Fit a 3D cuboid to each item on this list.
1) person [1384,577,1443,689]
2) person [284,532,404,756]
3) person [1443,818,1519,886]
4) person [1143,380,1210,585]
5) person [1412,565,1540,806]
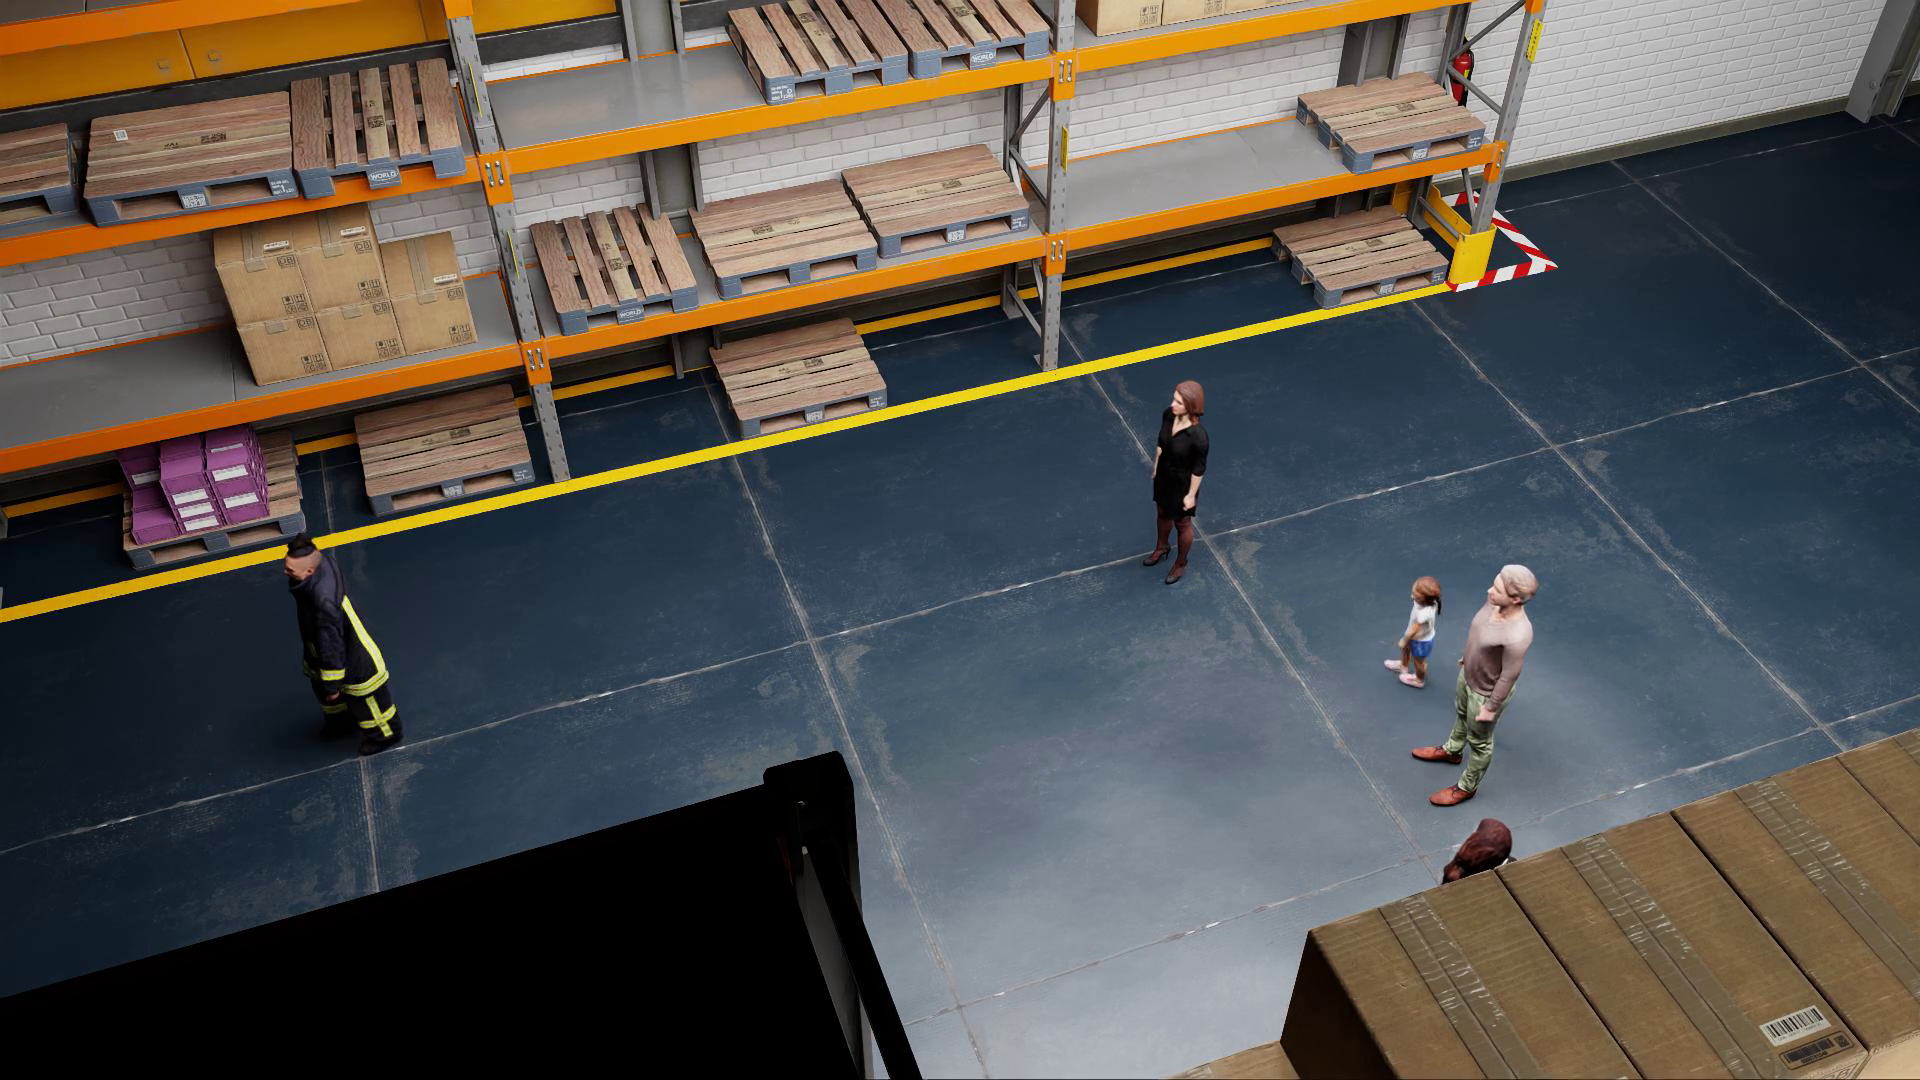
[{"bbox_3d":[3.029,0.619,10.774,0.598,1.006,0.536,19,47,19],"label":"person"},{"bbox_3d":[-3.714,0.619,10.159,0.802,1.855,0.809,-18,46,-18],"label":"person"},{"bbox_3d":[2.618,2.052,8.698,0.412,1.796,0.635,-15,46,-15],"label":"person"},{"bbox_3d":[1.486,-0.403,11.340,0.576,1.706,0.631,-25,49,-24],"label":"person"},{"bbox_3d":[3.132,0.842,9.911,0.699,1.875,0.732,-3,44,-3],"label":"person"}]
